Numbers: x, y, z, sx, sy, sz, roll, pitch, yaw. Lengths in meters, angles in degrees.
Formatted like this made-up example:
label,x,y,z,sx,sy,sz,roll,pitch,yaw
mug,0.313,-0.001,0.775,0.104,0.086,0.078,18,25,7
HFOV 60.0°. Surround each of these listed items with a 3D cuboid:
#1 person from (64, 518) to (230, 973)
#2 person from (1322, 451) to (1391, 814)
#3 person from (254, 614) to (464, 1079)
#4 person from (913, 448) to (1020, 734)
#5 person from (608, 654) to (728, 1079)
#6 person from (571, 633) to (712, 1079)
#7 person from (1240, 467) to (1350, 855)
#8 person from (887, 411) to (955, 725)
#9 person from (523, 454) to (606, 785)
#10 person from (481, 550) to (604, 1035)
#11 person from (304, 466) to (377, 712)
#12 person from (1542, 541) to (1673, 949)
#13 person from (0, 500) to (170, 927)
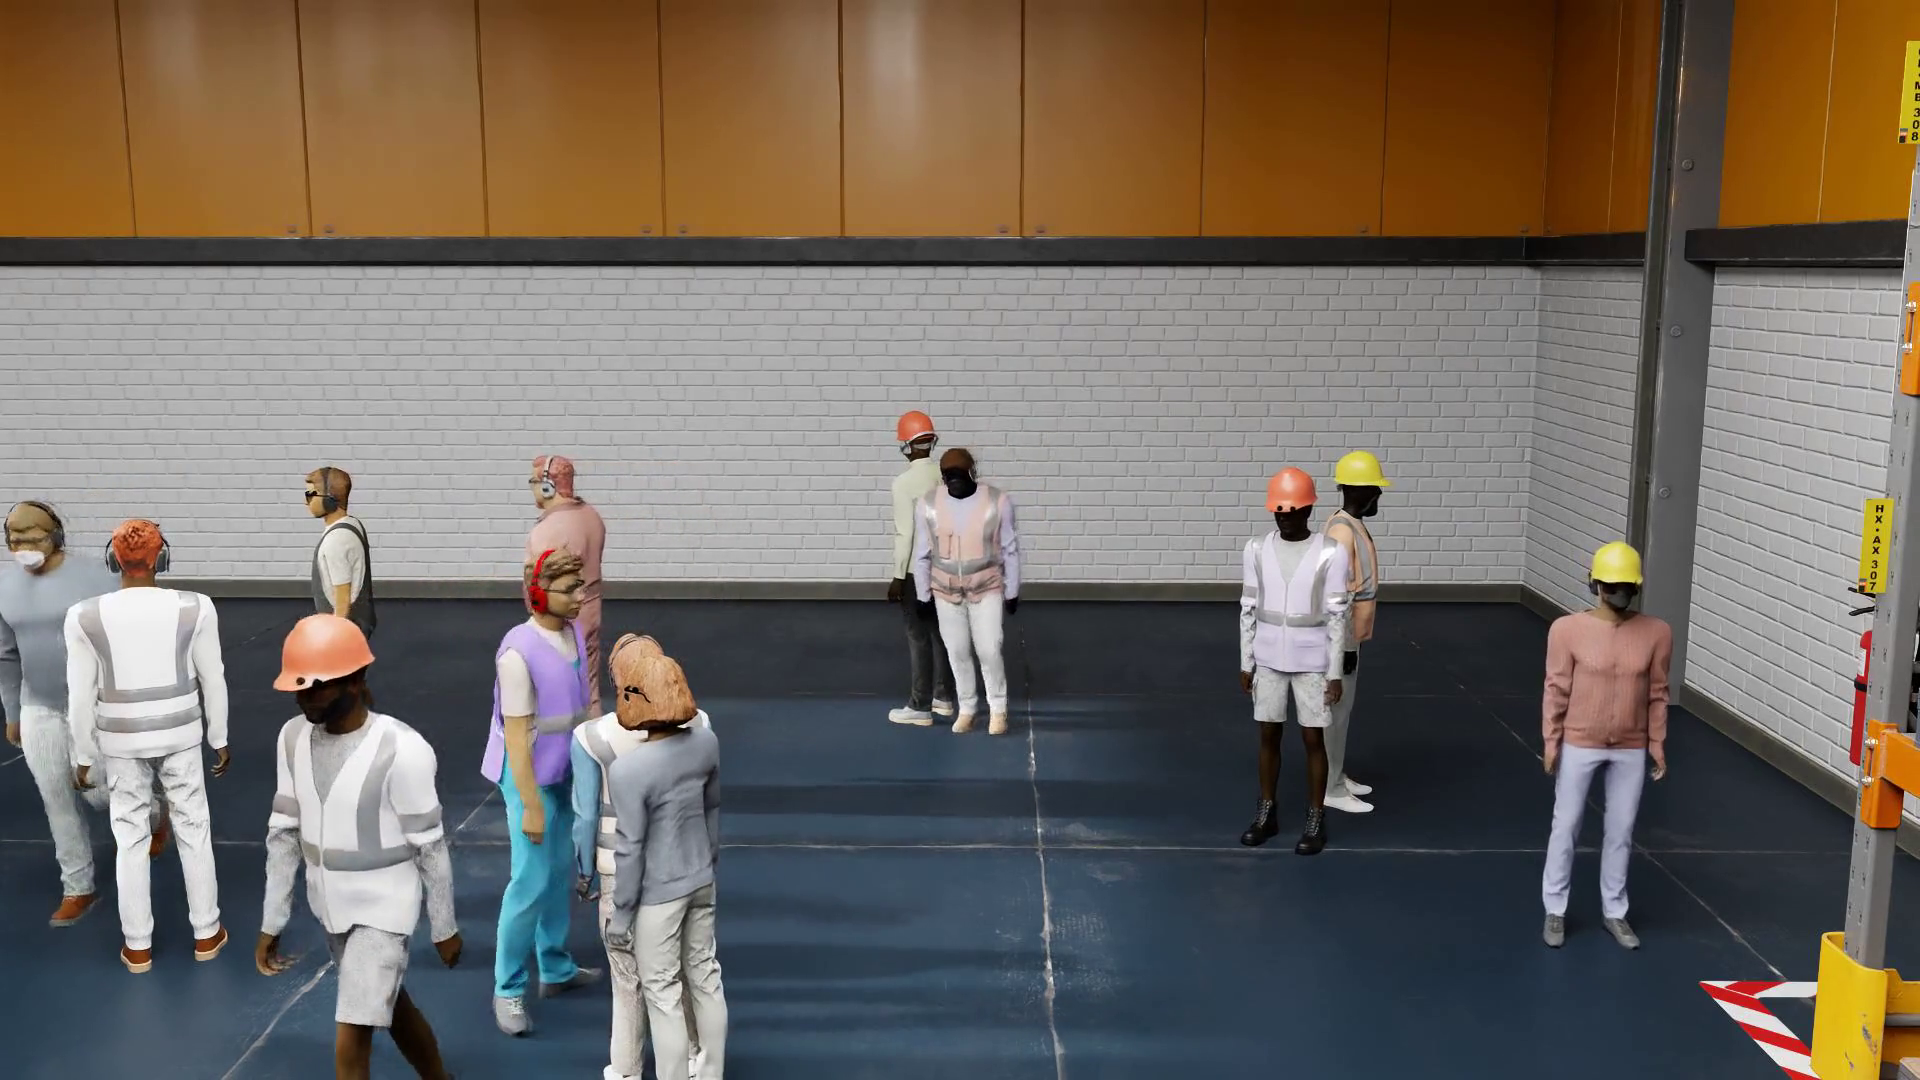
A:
label,x,y,z,sx,sy,sz,roll,pitch,yaw
person,-3.339,0.844,6.883,0.586,1.882,0.340,-5,11,-26
person,2.092,0.480,8.932,0.369,1.928,0.586,2,10,14
person,-1.861,1.143,5.119,0.546,1.883,0.974,5,11,27
person,0.039,0.320,10.272,0.653,1.813,0.490,2,10,12
person,-0.986,1.186,5.585,0.285,1.633,0.501,6,11,32
person,-1.099,1.141,5.836,0.515,1.641,0.314,-4,10,-24
person,1.636,0.596,8.236,0.549,1.932,0.374,5,11,27
person,-0.249,0.178,10.555,0.392,1.991,0.612,7,11,34
person,-2.152,0.485,8.979,0.399,1.908,0.663,2,10,14
person,-1.609,0.934,6.499,0.413,1.839,0.719,1,10,7
person,-3.329,0.519,8.957,0.345,1.844,0.506,-2,10,-12
person,2.739,0.874,7.064,0.531,1.766,0.328,0,9,3
person,-3.967,0.730,7.514,0.664,1.905,0.709,0,9,1
